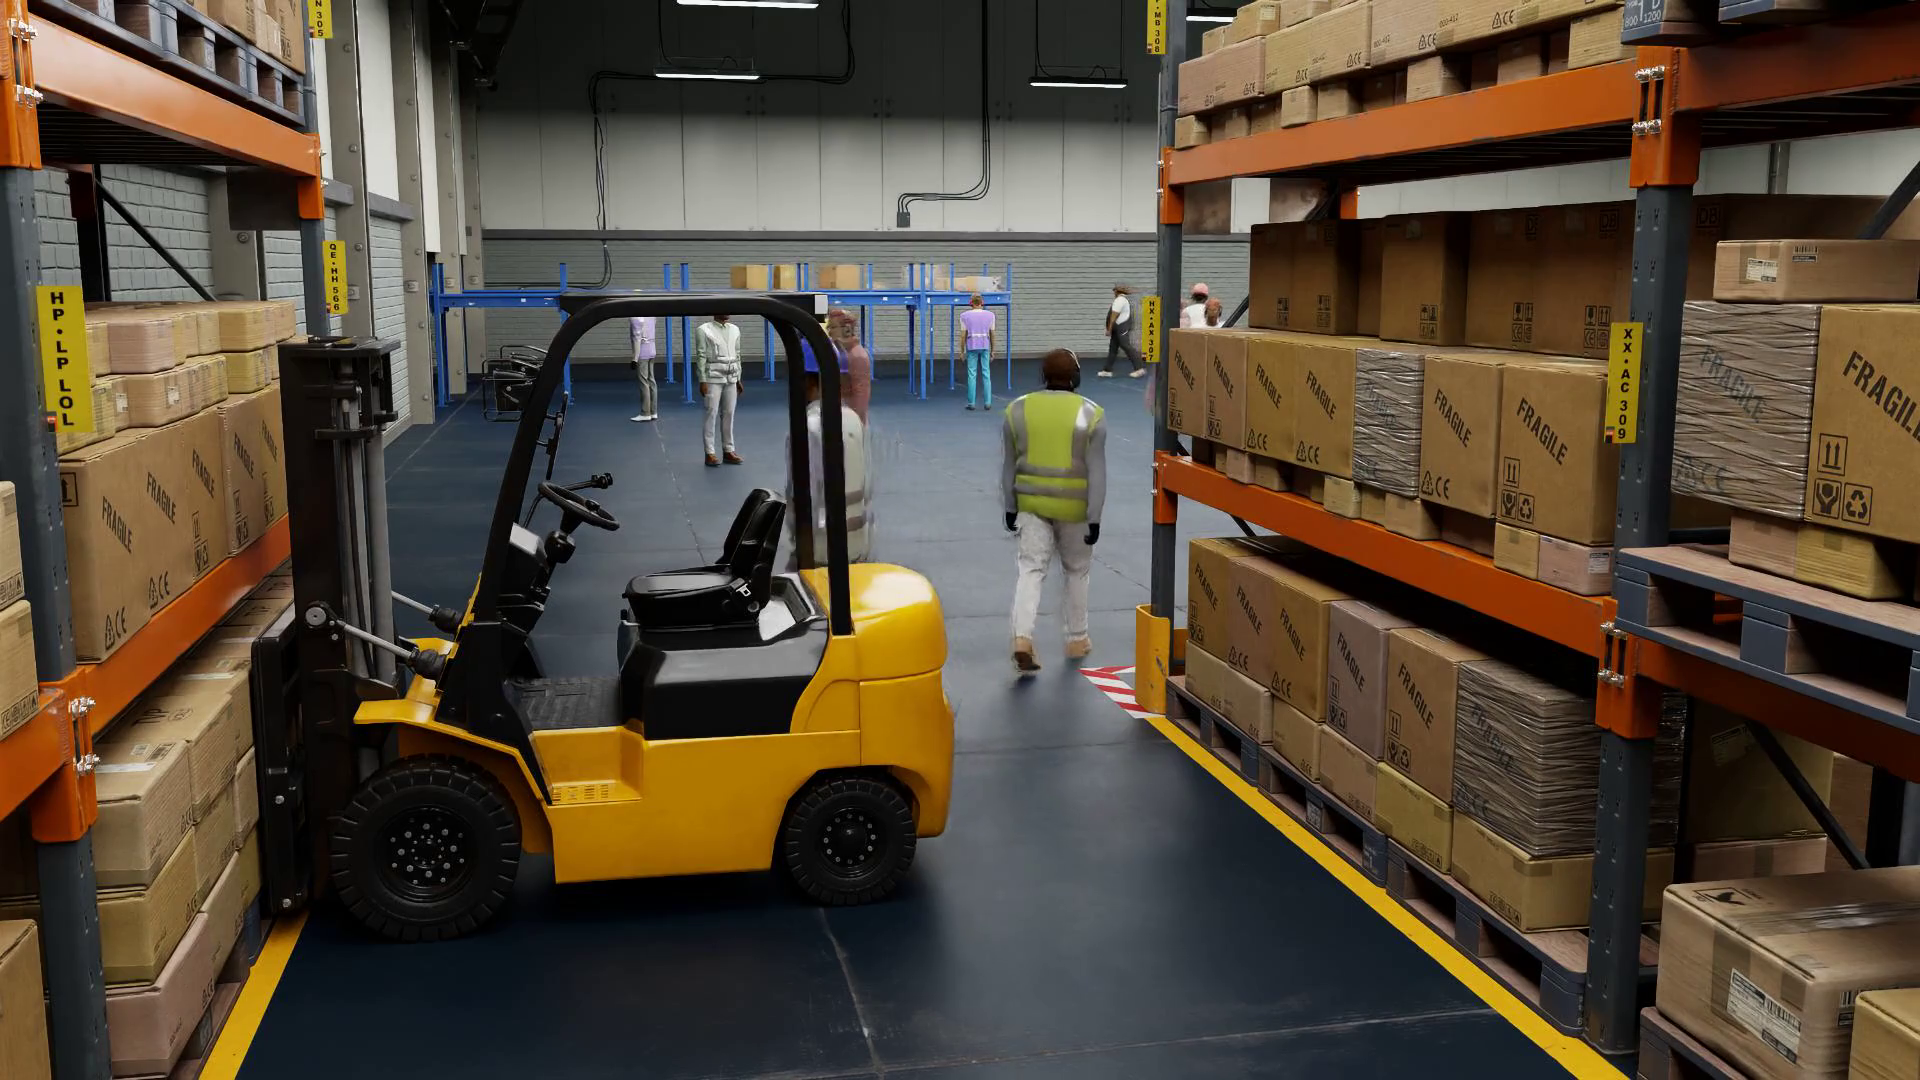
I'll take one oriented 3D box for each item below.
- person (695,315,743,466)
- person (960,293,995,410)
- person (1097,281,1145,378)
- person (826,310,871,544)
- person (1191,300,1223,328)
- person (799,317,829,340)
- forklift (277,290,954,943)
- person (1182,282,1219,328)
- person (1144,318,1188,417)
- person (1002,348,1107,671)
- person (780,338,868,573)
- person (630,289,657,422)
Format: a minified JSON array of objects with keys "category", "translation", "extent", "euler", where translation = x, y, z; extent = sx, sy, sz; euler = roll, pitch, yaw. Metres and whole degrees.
[{"category":"person","translation":[-2.738,-1.834,19.003],"extent":[0.391,1.948,0.614],"euler":[9,13,43]},{"category":"person","translation":[0.276,-2.990,26.389],"extent":[0.564,1.838,0.397],"euler":[-2,9,-10]},{"category":"person","translation":[3.359,-4.350,34.193],"extent":[0.987,2.000,0.700],"euler":[2,10,12]},{"category":"person","translation":[-0.951,-0.905,13.477],"extent":[0.407,1.905,0.655],"euler":[-3,10,-20]},{"category":"person","translation":[3.199,-2.122,21.153],"extent":[0.583,1.824,1.014],"euler":[1,9,3]},{"category":"person","translation":[-1.922,-2.292,22.156],"extent":[0.493,1.831,0.653],"euler":[8,12,39]},{"category":"forklift","translation":[-1.179,0.175,6.143],"extent":[2.313,2.155,1.214],"euler":[-2,10,-12]},{"category":"person","translation":[3.753,-3.036,26.141],"extent":[0.616,2.016,0.837],"euler":[6,11,31]},{"category":"person","translation":[2.576,-2.101,20.803],"extent":[0.654,1.893,0.422],"euler":[-9,13,-44]},{"category":"person","translation":[0.512,-0.177,9.368],"extent":[0.634,1.811,0.908],"euler":[3,10,18]},{"category":"person","translation":[-0.632,0.013,7.791],"extent":[0.446,1.932,0.610],"euler":[4,10,24]},{"category":"person","translation":[-4.660,-2.702,24.376],"extent":[0.383,1.922,0.587],"euler":[3,10,18]}]
